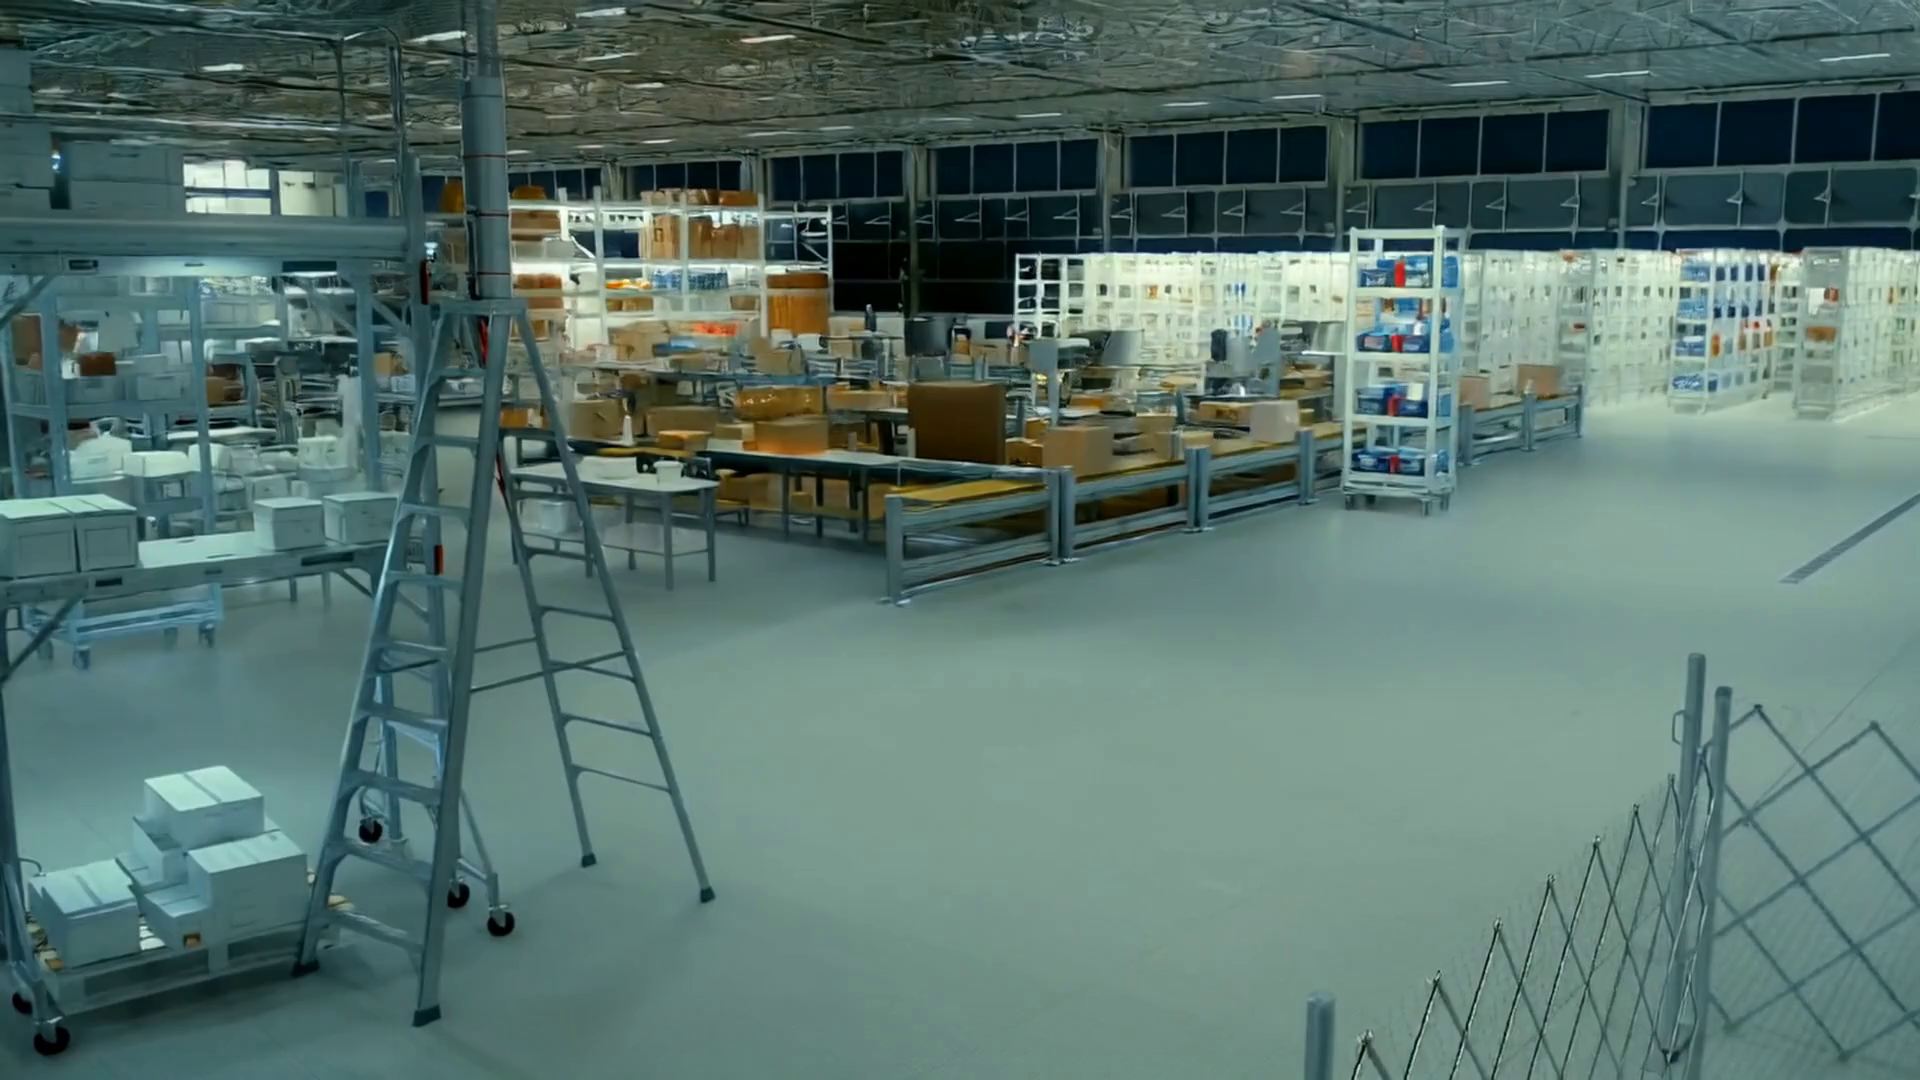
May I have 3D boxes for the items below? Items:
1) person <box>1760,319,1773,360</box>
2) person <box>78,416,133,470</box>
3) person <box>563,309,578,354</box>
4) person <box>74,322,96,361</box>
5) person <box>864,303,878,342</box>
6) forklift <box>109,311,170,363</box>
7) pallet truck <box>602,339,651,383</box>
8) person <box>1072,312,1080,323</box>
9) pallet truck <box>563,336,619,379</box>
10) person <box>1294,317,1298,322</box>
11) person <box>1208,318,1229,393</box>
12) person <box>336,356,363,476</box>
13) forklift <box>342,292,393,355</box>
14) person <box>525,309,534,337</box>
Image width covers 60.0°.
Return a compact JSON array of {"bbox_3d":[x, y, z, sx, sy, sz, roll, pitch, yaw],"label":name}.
[{"bbox_3d":[24.918,-6.049,51.160,0.826,1.804,0.600,4,10,21],"label":"person"},{"bbox_3d":[-8.274,-0.428,16.158,0.305,1.772,0.527,7,11,37],"label":"person"},{"bbox_3d":[-13.283,-6.949,56.650,0.404,1.837,0.593,7,11,37],"label":"person"},{"bbox_3d":[-21.155,-4.327,40.205,1.057,1.858,0.620,-4,10,-25],"label":"person"},{"bbox_3d":[-3.400,-7.958,62.718,0.408,1.913,0.644,7,11,37],"label":"person"},{"bbox_3d":[-21.622,-5.288,43.036,1.873,2.768,1.129,-1,9,-6],"label":"forklift"},{"bbox_3d":[-8.991,-4.871,45.351,0.653,1.274,1.630,7,11,37],"label":"pallet truck"},{"bbox_3d":[3.894,-6.820,56.148,0.399,1.733,0.586,0,9,3],"label":"person"},{"bbox_3d":[-10.690,-5.294,48.215,1.601,1.201,0.680,-5,10,-26],"label":"pallet truck"},{"bbox_3d":[10.089,-5.834,49.651,0.387,1.849,0.566,7,11,37],"label":"person"},{"bbox_3d":[6.541,-4.669,42.205,0.408,1.908,0.644,7,11,37],"label":"person"},{"bbox_3d":[-9.007,-1.827,24.738,0.544,1.820,0.918,-4,10,-24],"label":"person"},{"bbox_3d":[-16.485,-5.622,45.120,1.129,2.768,1.873,7,11,37],"label":"forklift"},{"bbox_3d":[-15.381,-7.328,59.224,0.305,1.772,0.527,7,11,37],"label":"person"}]
